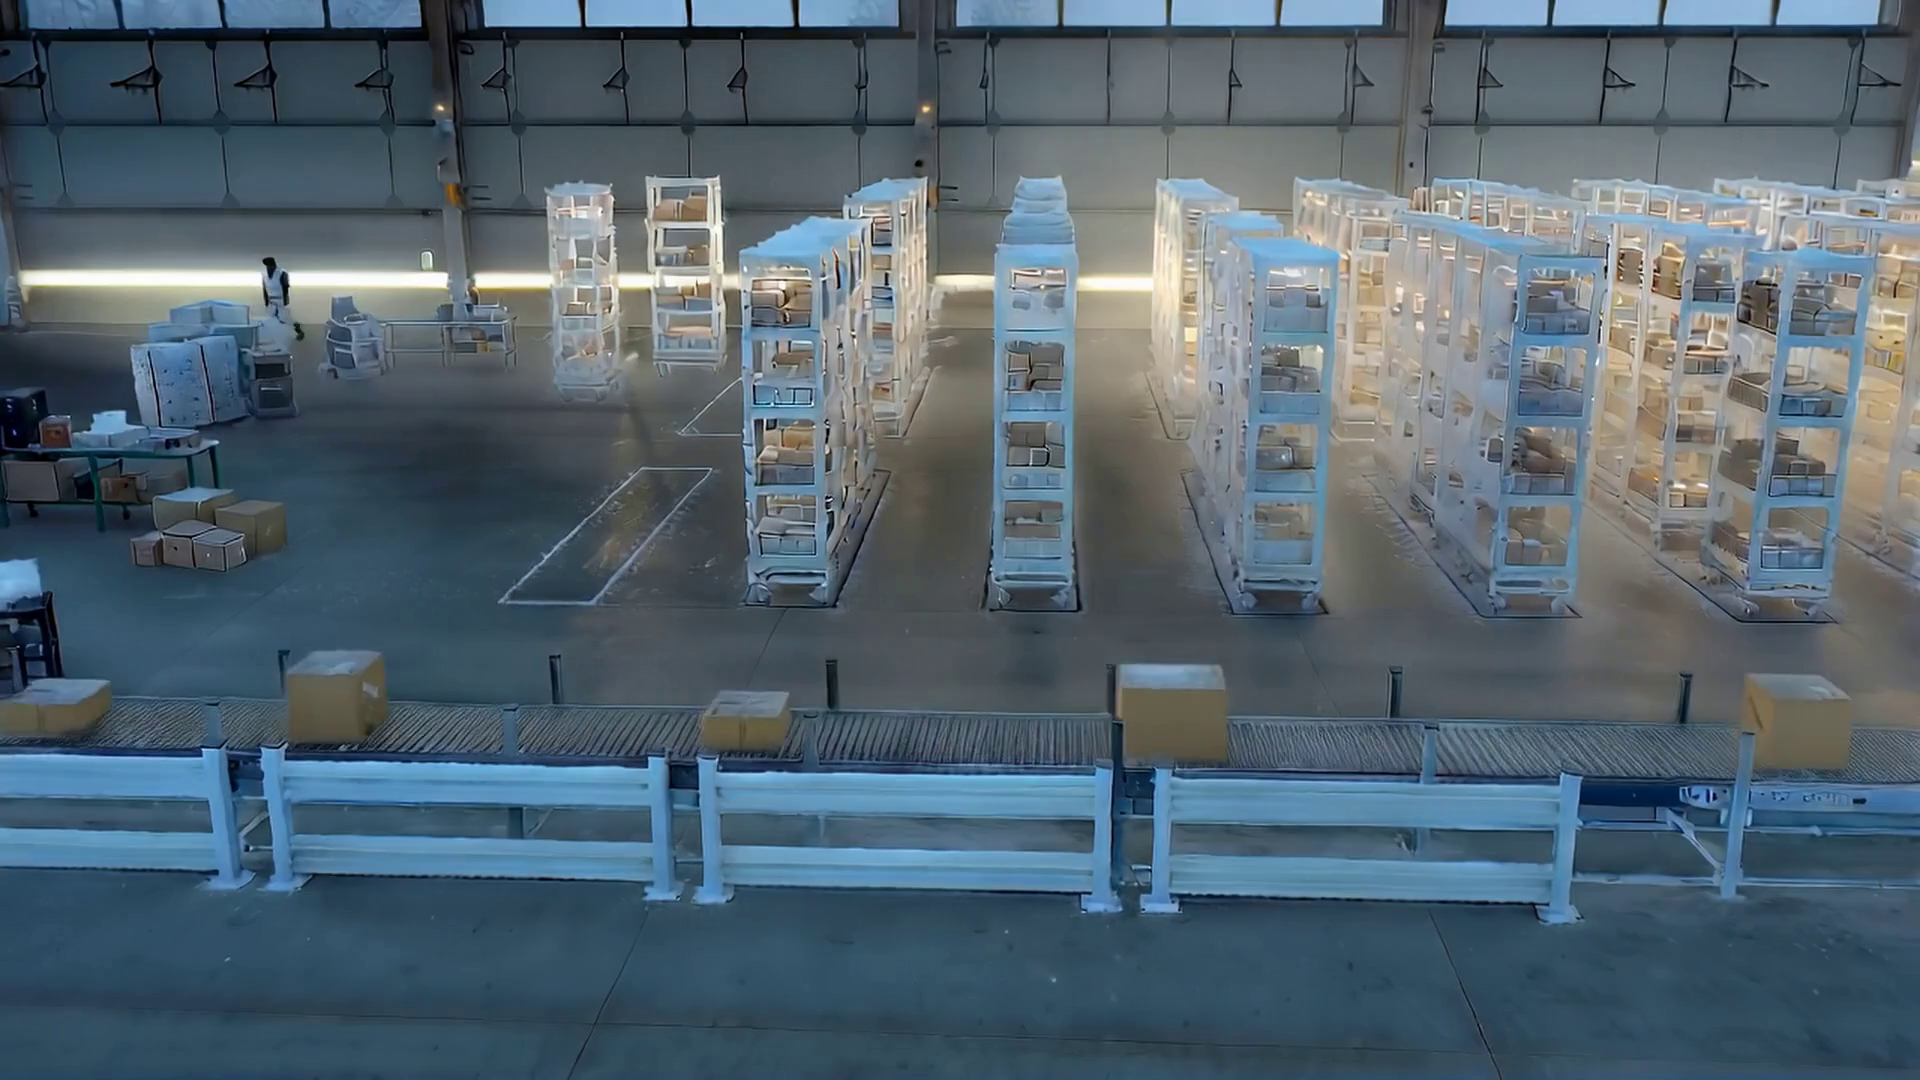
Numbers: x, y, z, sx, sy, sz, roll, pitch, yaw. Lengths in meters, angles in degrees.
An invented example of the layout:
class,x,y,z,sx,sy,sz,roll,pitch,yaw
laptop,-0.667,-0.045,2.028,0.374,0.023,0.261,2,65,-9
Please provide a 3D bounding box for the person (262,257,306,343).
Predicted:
class,x,y,z,sx,sy,sz,roll,pitch,yaw
person,-14.159,-4.990,34.645,0.826,1.813,0.533,6,16,20
